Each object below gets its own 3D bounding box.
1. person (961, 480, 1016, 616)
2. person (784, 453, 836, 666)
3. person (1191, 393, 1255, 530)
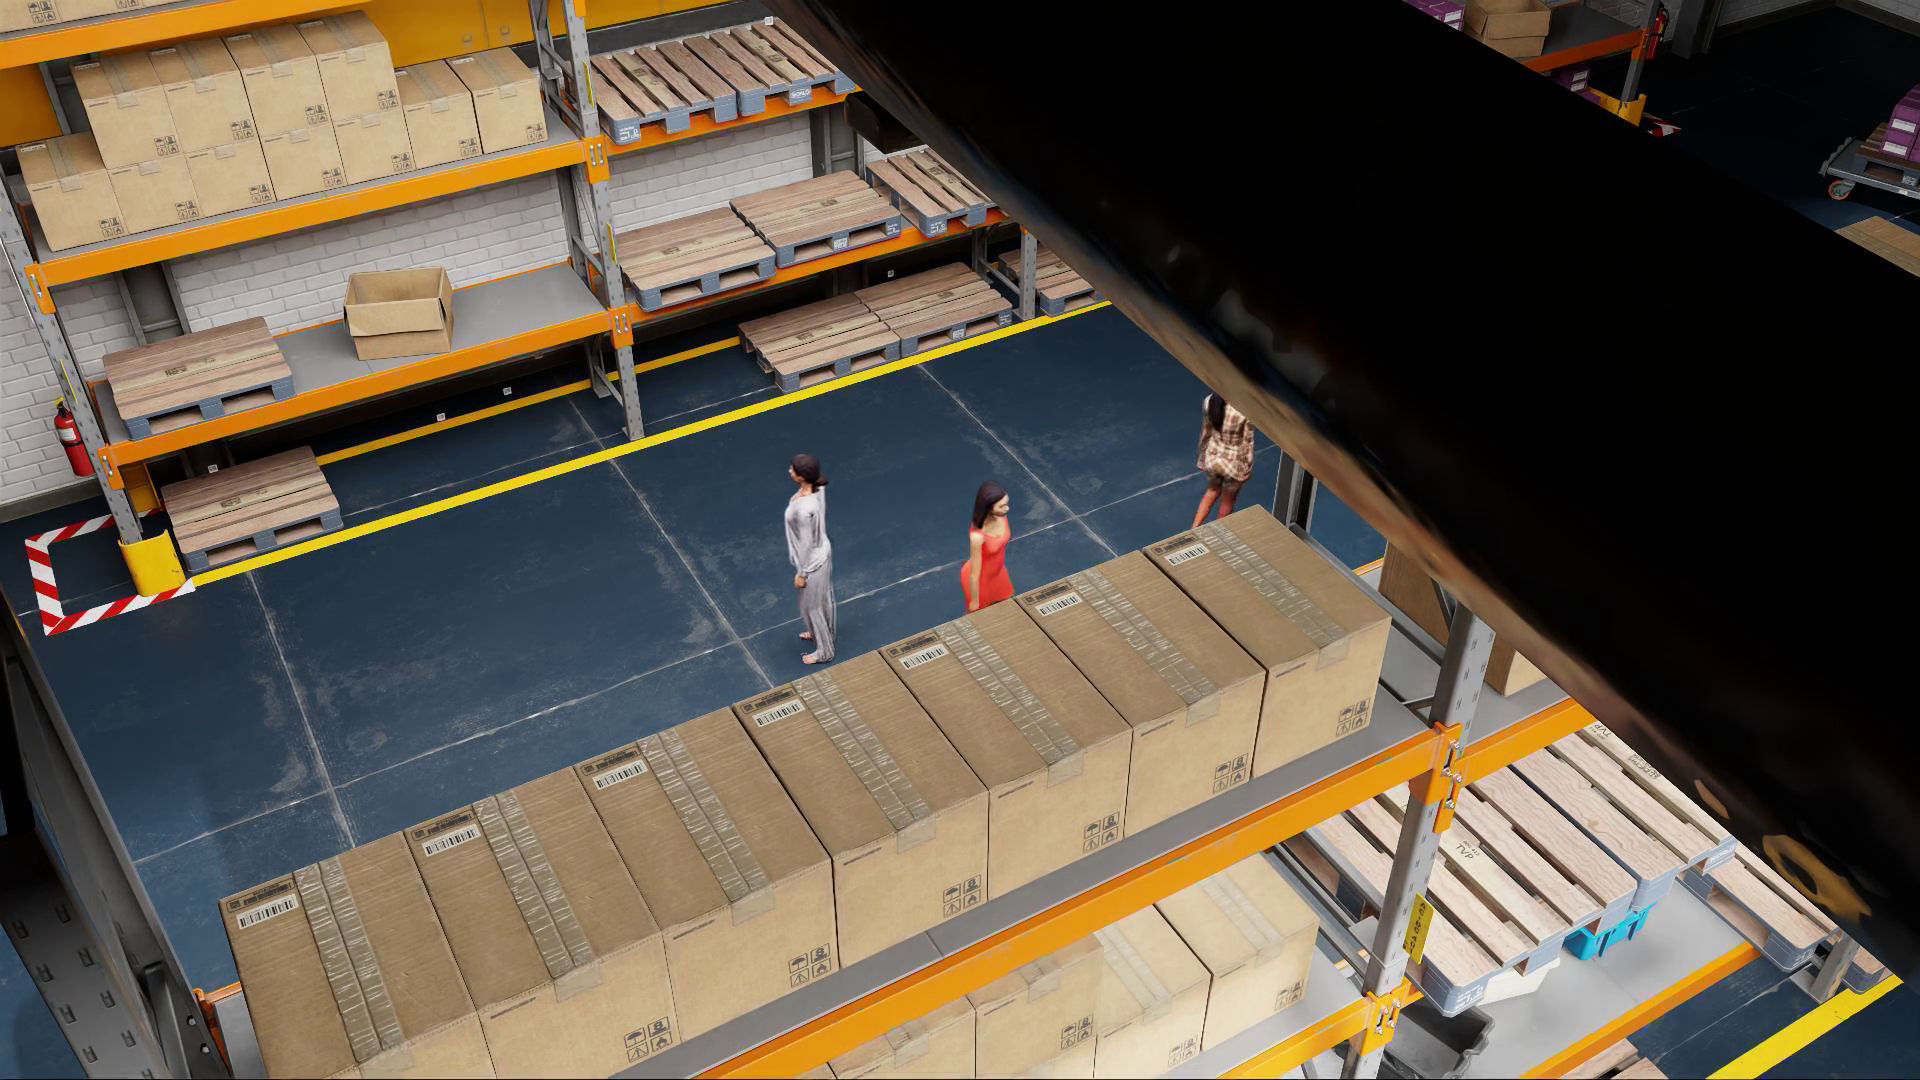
[{"bbox_3d":[0.133,0.260,11.656,0.795,1.698,0.725,16,41,19],"label":"person"},{"bbox_3d":[-1.038,0.120,11.770,0.726,1.776,0.689,5,39,6],"label":"person"},{"bbox_3d":[1.960,-0.524,12.571,0.710,1.782,0.839,29,47,31],"label":"person"}]
